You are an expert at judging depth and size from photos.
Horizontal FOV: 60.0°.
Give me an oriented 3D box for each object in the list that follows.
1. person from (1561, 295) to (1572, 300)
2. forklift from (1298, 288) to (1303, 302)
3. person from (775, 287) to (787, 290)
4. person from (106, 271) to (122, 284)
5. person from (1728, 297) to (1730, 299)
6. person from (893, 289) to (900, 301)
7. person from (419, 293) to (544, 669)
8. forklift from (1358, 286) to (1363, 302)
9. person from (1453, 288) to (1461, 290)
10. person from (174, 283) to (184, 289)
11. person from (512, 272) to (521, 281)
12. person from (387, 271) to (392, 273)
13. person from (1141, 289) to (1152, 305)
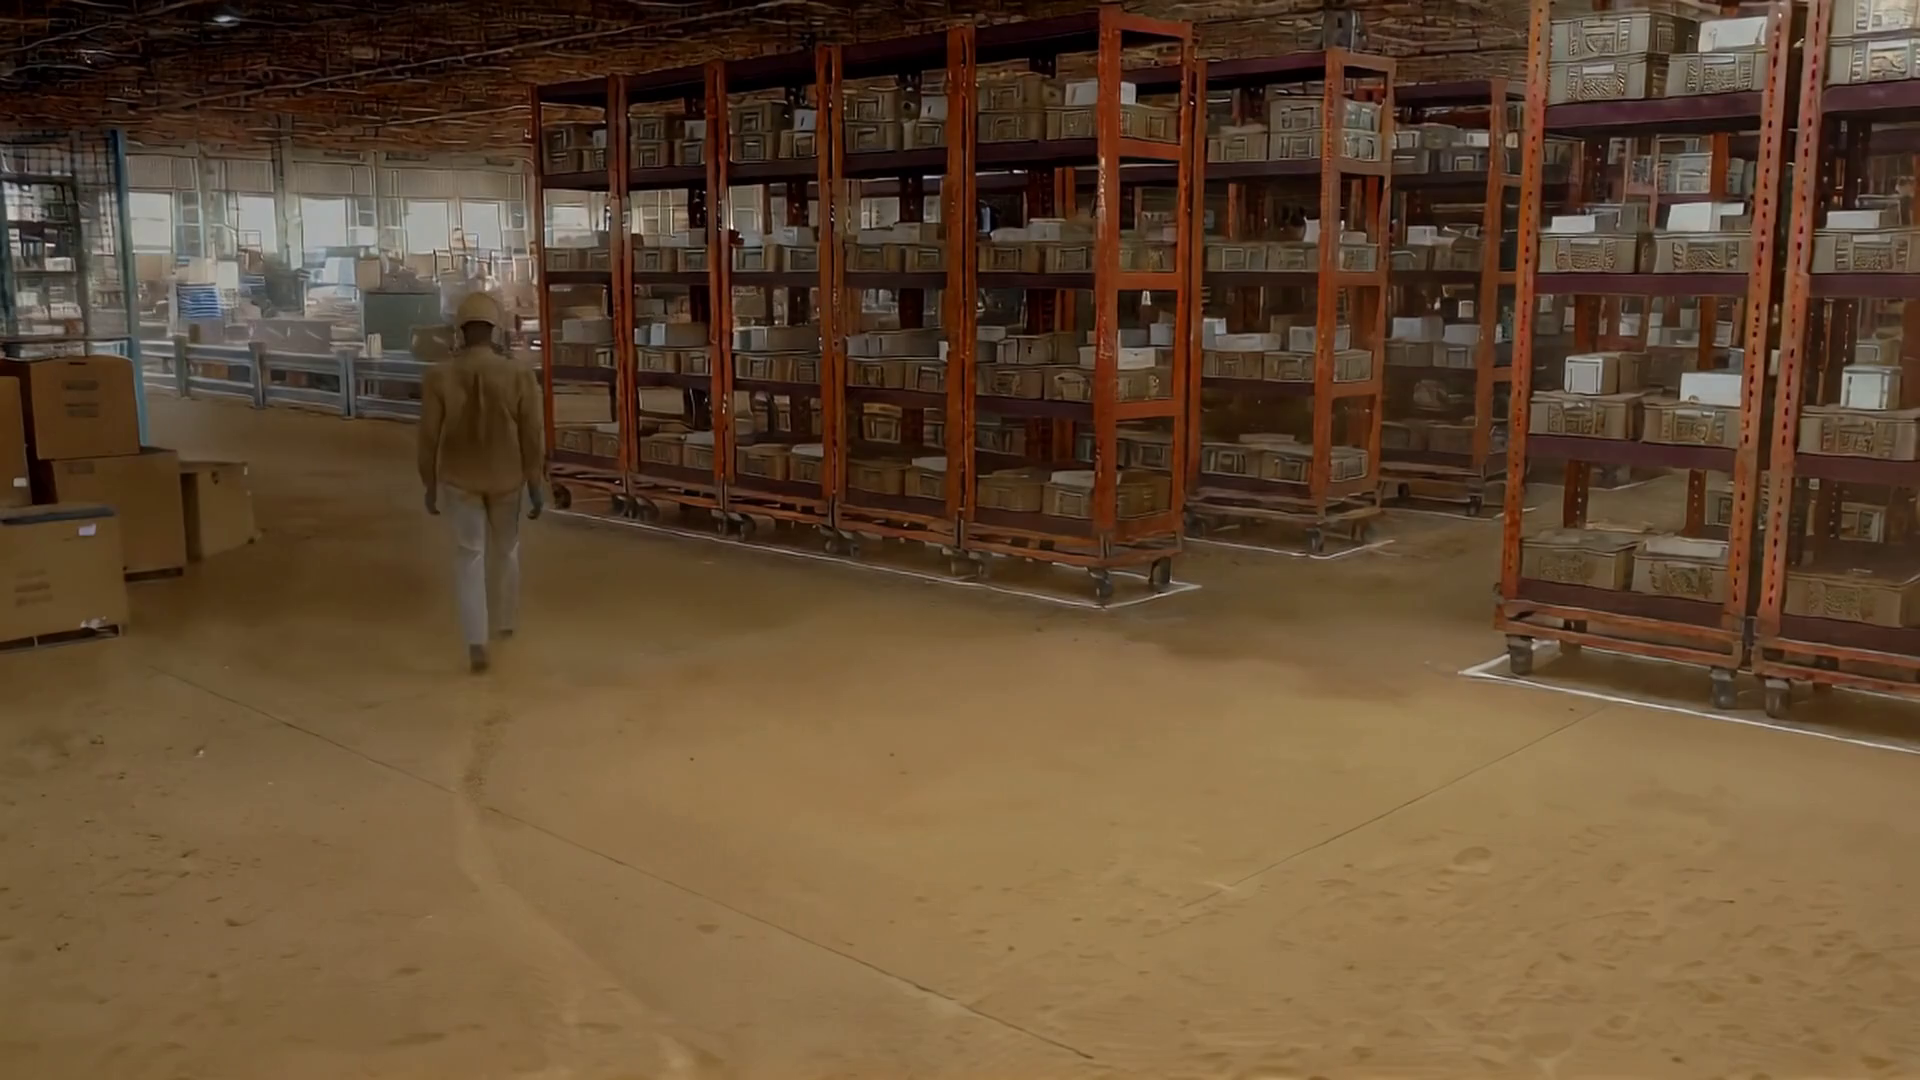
[{"bbox_3d":[12.525,-4.435,34.337,0.600,1.833,0.404,-7,12,-37],"label":"person"},{"bbox_3d":[12.038,-8.536,56.283,1.129,2.768,1.873,8,12,40],"label":"forklift"},{"bbox_3d":[-8.605,-11.900,80.010,0.732,1.875,0.381,-1,9,-6],"label":"person"},{"bbox_3d":[-31.749,-9.111,62.518,0.611,1.992,0.873,-4,10,-25],"label":"person"},{"bbox_3d":[14.182,-3.904,31.064,0.436,1.835,0.589,-1,9,-4],"label":"person"},{"bbox_3d":[-2.443,-9.279,64.446,0.320,1.698,0.537,2,9,10],"label":"person"},{"bbox_3d":[-2.523,-0.320,8.776,0.630,1.950,1.009,-2,10,-15],"label":"person"},{"bbox_3d":[11.100,-7.017,46.970,1.873,2.768,1.129,9,13,43],"label":"forklift"},{"bbox_3d":[18.011,-8.688,60.680,0.597,1.751,0.530,-8,12,-42],"label":"person"},{"bbox_3d":[-33.953,-10.655,72.425,0.517,1.854,0.649,5,10,26],"label":"person"},{"bbox_3d":[-25.276,-14.323,94.816,0.575,1.882,0.360,0,9,-1],"label":"person"},{"bbox_3d":[-29.595,-13.037,86.678,0.646,1.958,0.875,7,12,38],"label":"person"},{"bbox_3d":[3.834,-4.741,35.861,0.617,1.946,0.397,1,9,7],"label":"person"}]
